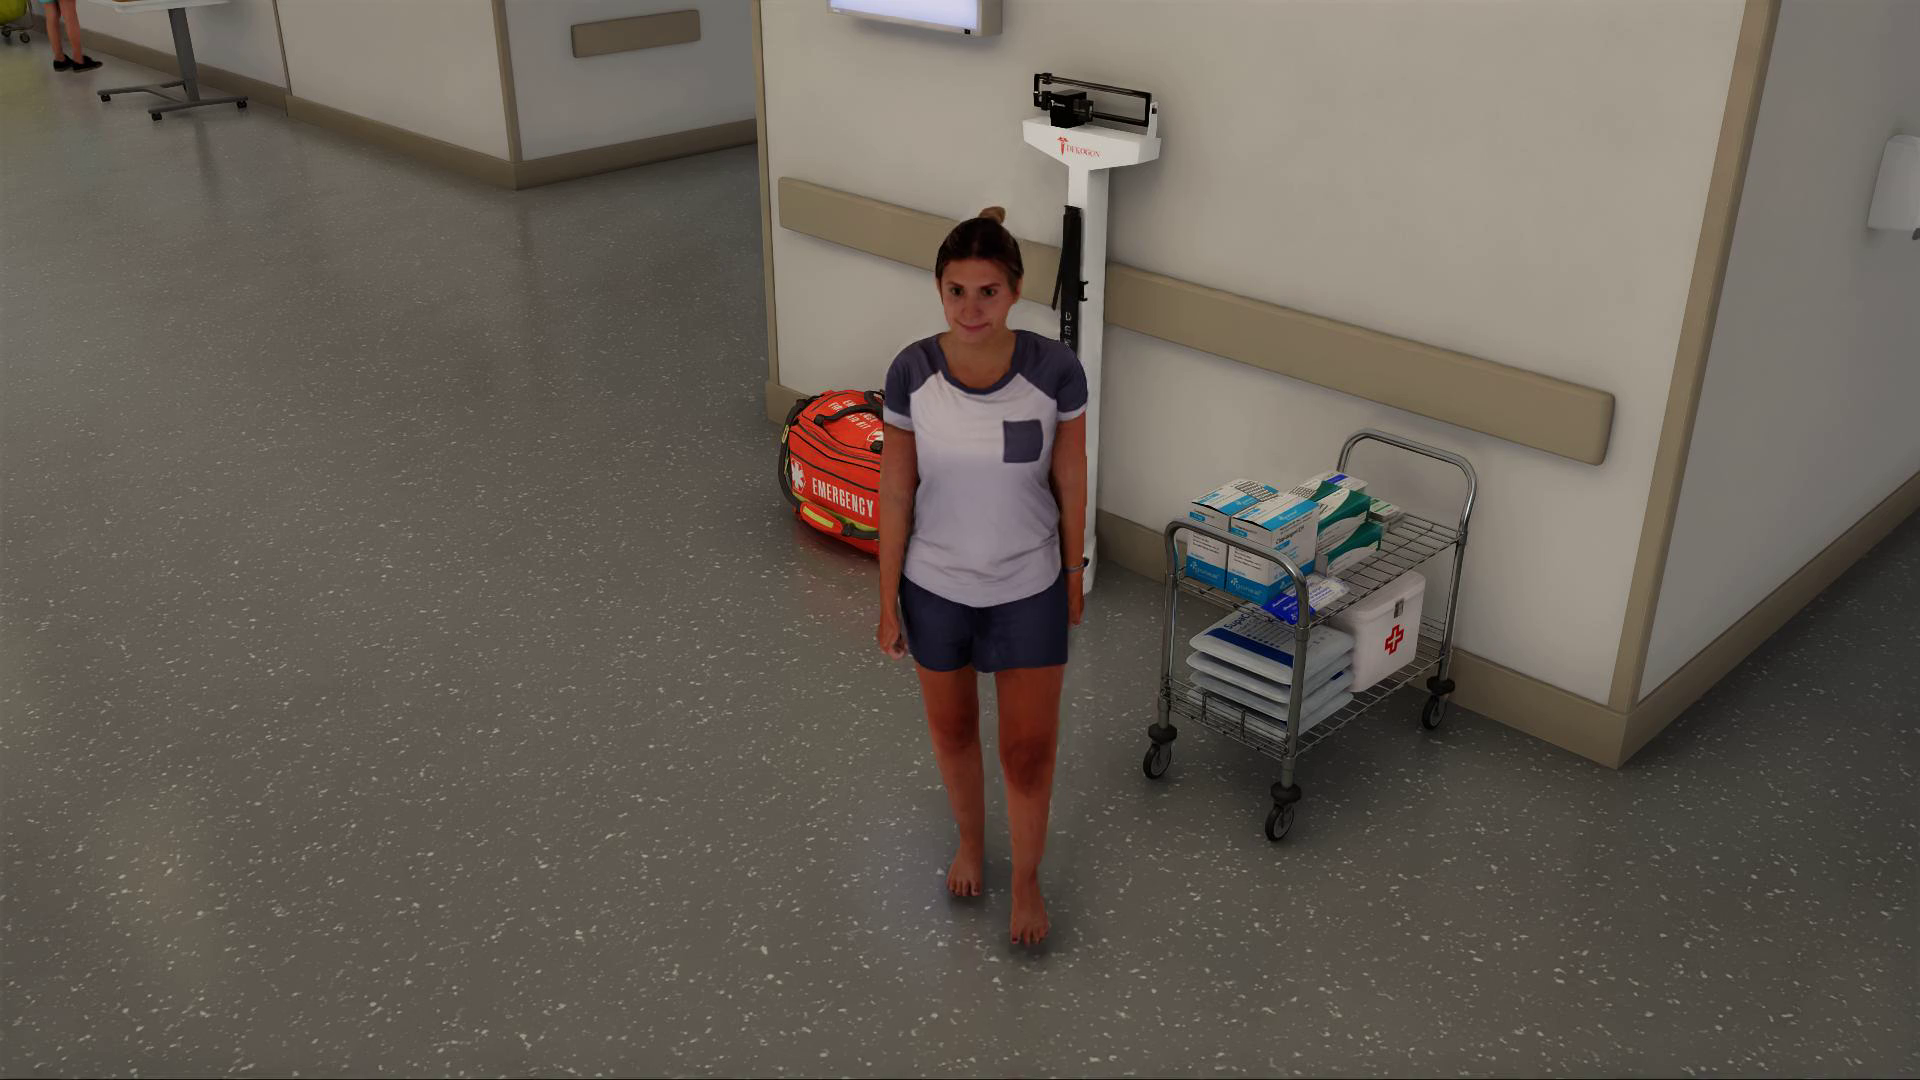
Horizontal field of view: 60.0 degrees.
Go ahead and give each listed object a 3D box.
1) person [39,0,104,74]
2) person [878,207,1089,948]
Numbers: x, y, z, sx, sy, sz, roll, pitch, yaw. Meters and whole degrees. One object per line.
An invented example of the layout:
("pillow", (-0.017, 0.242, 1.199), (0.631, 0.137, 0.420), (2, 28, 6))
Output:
("person", (-7.243, -4.550, 13.259), (0.601, 1.558, 0.694), (7, 27, 14))
("person", (0.062, 0.075, 3.616), (0.718, 1.604, 0.783), (4, 26, 8))
